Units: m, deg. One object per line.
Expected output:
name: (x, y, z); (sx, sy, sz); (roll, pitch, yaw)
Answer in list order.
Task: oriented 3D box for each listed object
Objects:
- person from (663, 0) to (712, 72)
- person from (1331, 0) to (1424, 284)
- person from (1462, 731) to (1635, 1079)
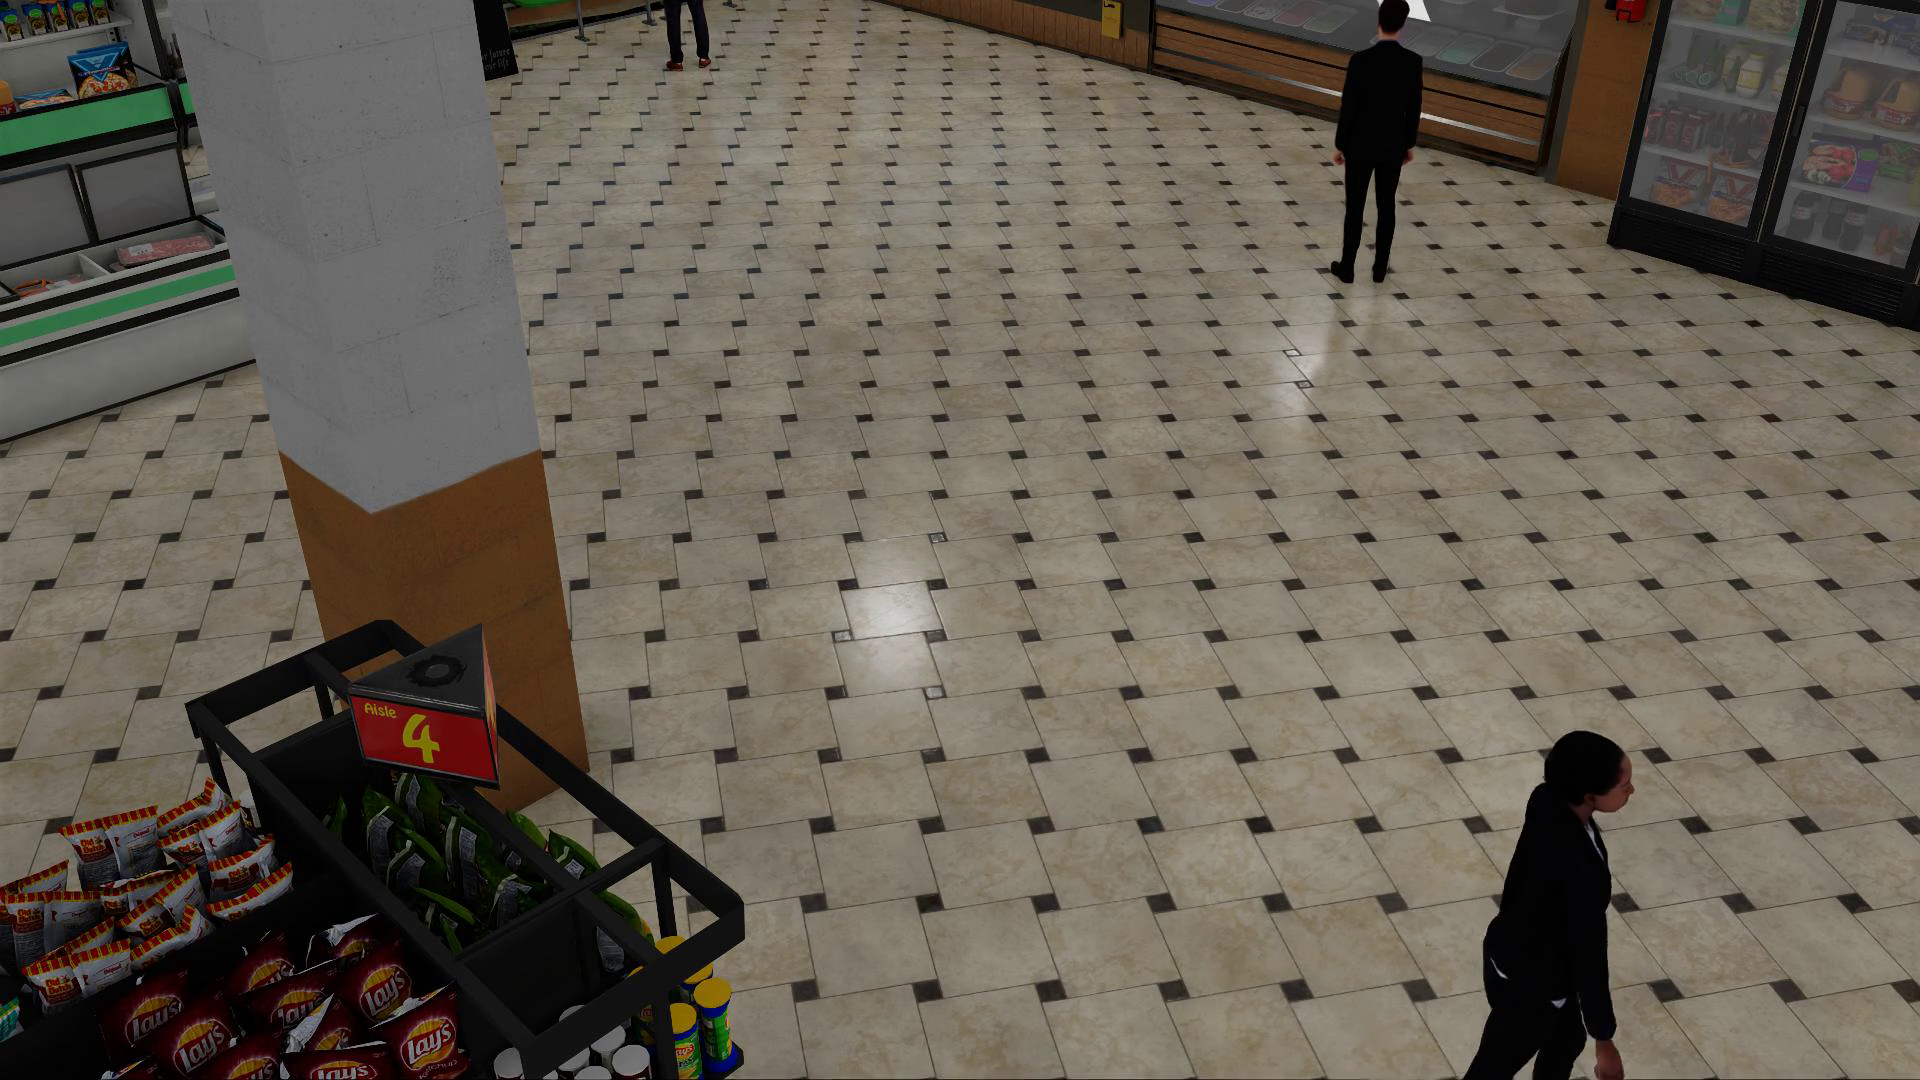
person: (-2.575, -5.269, 15.330); (0.708, 1.824, 0.841); (-11, 33, -16)
person: (2.755, -2.629, 11.024); (0.770, 1.891, 0.834); (-1, 32, -1)
person: (1.535, 1.296, 4.790); (0.915, 1.813, 0.886); (7, 33, 10)
